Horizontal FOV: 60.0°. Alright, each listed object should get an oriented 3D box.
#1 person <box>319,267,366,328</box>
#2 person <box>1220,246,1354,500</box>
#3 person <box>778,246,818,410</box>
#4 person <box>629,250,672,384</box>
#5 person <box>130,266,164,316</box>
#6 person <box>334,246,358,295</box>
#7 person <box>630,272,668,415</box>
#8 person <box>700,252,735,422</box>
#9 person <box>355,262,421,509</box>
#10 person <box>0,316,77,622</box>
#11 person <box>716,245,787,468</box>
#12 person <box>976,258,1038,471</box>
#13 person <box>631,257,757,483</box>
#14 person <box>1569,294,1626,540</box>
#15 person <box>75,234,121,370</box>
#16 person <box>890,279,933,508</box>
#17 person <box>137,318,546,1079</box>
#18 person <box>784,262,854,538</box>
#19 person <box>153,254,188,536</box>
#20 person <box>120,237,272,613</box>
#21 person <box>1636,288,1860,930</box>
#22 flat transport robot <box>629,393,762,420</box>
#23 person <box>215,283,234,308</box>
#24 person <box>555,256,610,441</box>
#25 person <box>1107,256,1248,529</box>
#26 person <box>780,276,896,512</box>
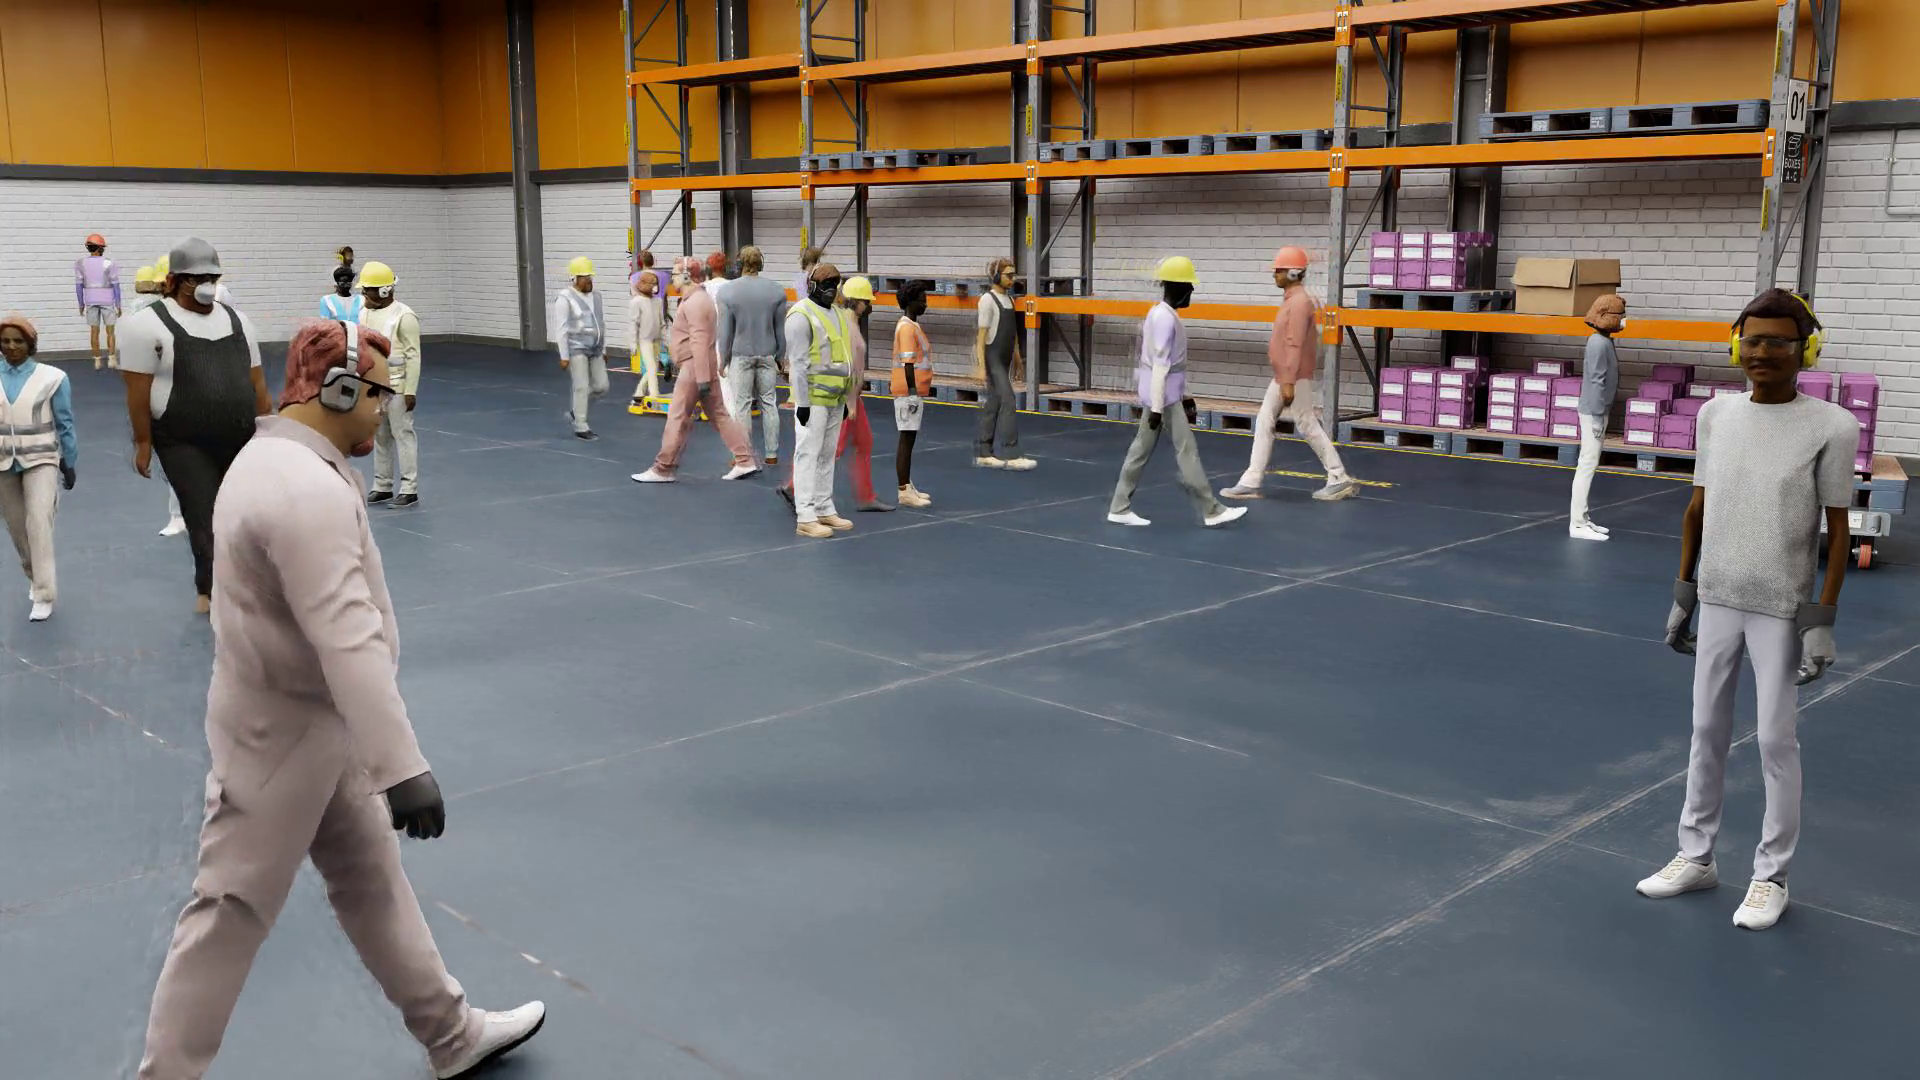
[{"bbox_3d":[-6.497,-2.042,17.629,0.532,1.693,0.319,-7,13,-34],"label":"person"},{"bbox_3d":[2.555,-1.260,12.678,1.003,1.951,0.626,0,10,1],"label":"person"},{"bbox_3d":[-1.663,-2.431,19.171,0.913,1.911,0.642,6,12,29],"label":"person"},{"bbox_3d":[-4.169,-3.003,22.498,0.576,1.826,0.576,-7,13,-35],"label":"person"},{"bbox_3d":[-8.182,-1.941,17.036,0.740,1.720,0.486,5,12,27],"label":"person"},{"bbox_3d":[-9.561,-3.689,26.217,0.858,1.834,0.551,5,12,27],"label":"person"},{"bbox_3d":[-3.534,-2.240,18.937,0.692,1.611,0.515,6,12,30],"label":"person"},{"bbox_3d":[-2.513,-2.053,17.299,0.566,1.833,0.991,-7,12,-33],"label":"person"},{"bbox_3d":[-4.269,-1.143,12.366,0.587,1.826,0.404,7,12,32],"label":"person"},{"bbox_3d":[-5.054,-0.409,8.975,0.519,1.599,0.810,-3,11,-14],"label":"person"},{"bbox_3d":[-1.798,-1.570,14.387,0.630,1.940,0.372,-5,11,-24],"label":"person"},{"bbox_3d":[0.448,-1.497,14.294,0.759,1.822,0.541,5,11,25],"label":"person"},{"bbox_3d":[-2.157,-1.386,13.631,1.013,1.859,0.664,0,10,-1],"label":"person"},{"bbox_3d":[4.277,-0.825,11.152,0.268,1.632,0.506,4,11,22],"label":"person"},{"bbox_3d":[-12.991,-3.576,25.079,0.632,2.033,0.559,-2,11,-9],"label":"person"},{"bbox_3d":[-0.362,-1.095,12.452,0.318,1.698,0.534,0,10,-1],"label":"person"},{"bbox_3d":[-1.413,0.451,3.641,0.957,1.839,0.795,-4,11,-22],"label":"person"},{"bbox_3d":[-0.932,-0.950,11.279,0.430,1.841,0.624,5,11,24],"label":"person"},{"bbox_3d":[-5.282,-1.015,11.479,0.595,1.903,0.807,1,10,6],"label":"person"},{"bbox_3d":[-3.806,-0.557,8.582,0.901,2.000,0.703,6,12,31],"label":"person"},{"bbox_3d":[2.331,0.205,4.906,0.327,1.868,0.516,-8,13,-36],"label":"person"},{"bbox_3d":[-2.957,-1.501,18.560,1.431,0.197,0.652,7,13,35],"label":"flat transport robot"},{"bbox_3d":[-7.208,-1.777,15.777,0.636,1.842,0.429,-1,10,-6],"label":"person"},{"bbox_3d":[-3.729,-1.876,16.383,0.465,1.816,0.608,6,12,30],"label":"person"},{"bbox_3d":[1.479,-1.003,11.480,0.968,1.877,0.592,0,10,0],"label":"person"},{"bbox_3d":[-0.902,-1.040,12.043,0.774,1.734,0.542,0,10,2],"label":"person"}]
